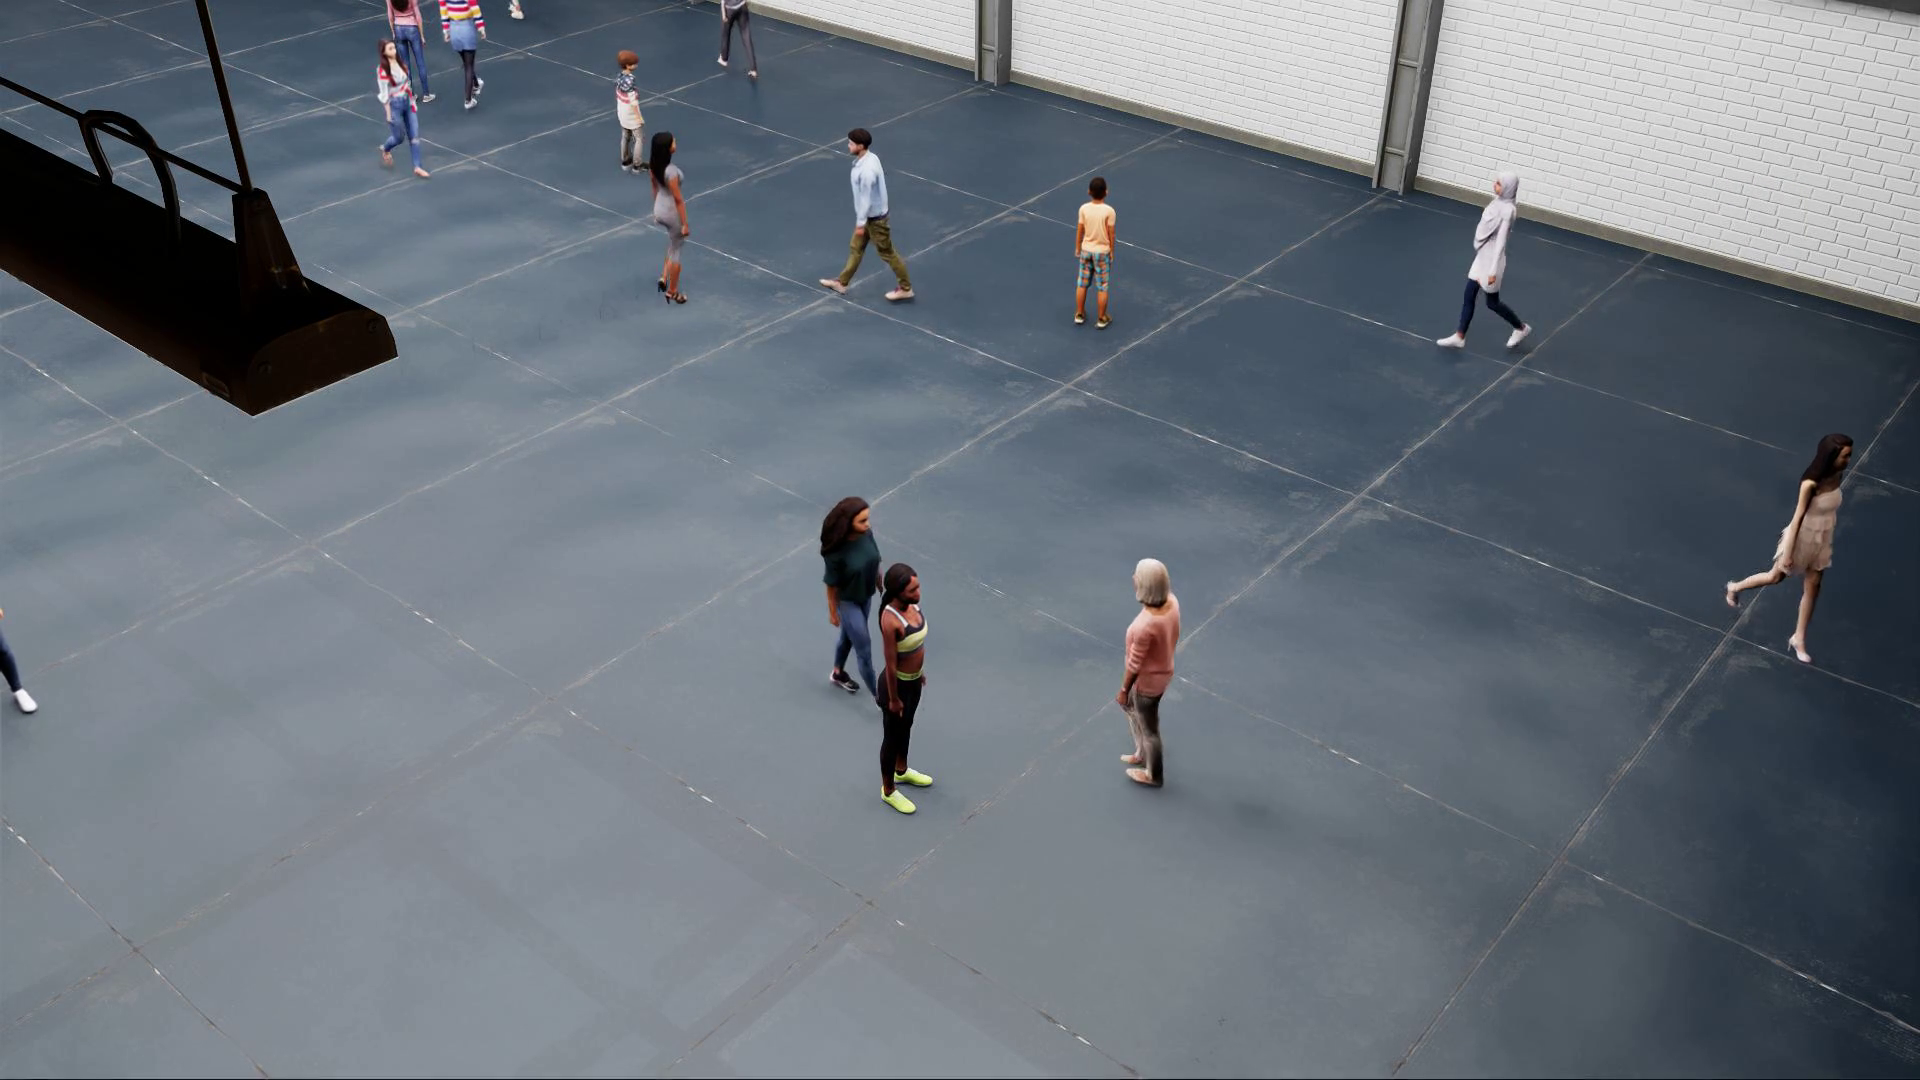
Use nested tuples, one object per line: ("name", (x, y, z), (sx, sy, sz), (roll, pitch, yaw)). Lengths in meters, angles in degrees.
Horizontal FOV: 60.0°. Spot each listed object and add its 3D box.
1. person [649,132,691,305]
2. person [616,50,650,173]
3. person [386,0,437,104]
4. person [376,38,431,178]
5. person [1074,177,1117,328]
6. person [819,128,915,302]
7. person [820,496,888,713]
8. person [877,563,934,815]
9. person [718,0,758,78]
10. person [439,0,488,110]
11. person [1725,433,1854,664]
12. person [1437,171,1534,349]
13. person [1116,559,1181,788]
("person", (-2.914, -3.103, 16.241), (0.726, 1.769, 0.621), (-24, 41, -32))
("person", (-3.873, -4.993, 19.387), (0.655, 1.435, 0.543), (-23, 40, -31))
("person", (-7.116, -6.517, 21.402), (0.620, 1.742, 0.700), (1, 34, 2))
("person", (-6.538, -5.009, 19.262), (0.929, 1.598, 0.644), (21, 39, 28))
("person", (1.304, -2.777, 16.035), (0.533, 1.454, 0.658), (11, 35, 17))
("person", (-0.769, -3.149, 16.319), (1.255, 1.758, 1.183), (-1, 34, -1))
("person", (-0.771, 0.378, 11.165), (0.913, 1.590, 0.601), (24, 41, 32))
("person", (-0.372, 0.885, 10.255), (0.598, 1.754, 0.618), (13, 36, 19))
("person", (-2.950, -7.012, 22.180), (0.883, 1.705, 1.258), (-18, 38, -25))
("person", (-6.344, -6.390, 21.191), (1.152, 1.764, 1.090), (4, 34, 7))
("person", (5.820, -0.003, 11.636), (0.844, 1.704, 1.120), (-16, 37, -23))
("person", (5.007, -2.553, 15.429), (1.163, 1.752, 1.043), (1, 34, 1))
("person", (1.254, 0.868, 10.316), (0.667, 1.715, 0.665), (17, 37, 23))
